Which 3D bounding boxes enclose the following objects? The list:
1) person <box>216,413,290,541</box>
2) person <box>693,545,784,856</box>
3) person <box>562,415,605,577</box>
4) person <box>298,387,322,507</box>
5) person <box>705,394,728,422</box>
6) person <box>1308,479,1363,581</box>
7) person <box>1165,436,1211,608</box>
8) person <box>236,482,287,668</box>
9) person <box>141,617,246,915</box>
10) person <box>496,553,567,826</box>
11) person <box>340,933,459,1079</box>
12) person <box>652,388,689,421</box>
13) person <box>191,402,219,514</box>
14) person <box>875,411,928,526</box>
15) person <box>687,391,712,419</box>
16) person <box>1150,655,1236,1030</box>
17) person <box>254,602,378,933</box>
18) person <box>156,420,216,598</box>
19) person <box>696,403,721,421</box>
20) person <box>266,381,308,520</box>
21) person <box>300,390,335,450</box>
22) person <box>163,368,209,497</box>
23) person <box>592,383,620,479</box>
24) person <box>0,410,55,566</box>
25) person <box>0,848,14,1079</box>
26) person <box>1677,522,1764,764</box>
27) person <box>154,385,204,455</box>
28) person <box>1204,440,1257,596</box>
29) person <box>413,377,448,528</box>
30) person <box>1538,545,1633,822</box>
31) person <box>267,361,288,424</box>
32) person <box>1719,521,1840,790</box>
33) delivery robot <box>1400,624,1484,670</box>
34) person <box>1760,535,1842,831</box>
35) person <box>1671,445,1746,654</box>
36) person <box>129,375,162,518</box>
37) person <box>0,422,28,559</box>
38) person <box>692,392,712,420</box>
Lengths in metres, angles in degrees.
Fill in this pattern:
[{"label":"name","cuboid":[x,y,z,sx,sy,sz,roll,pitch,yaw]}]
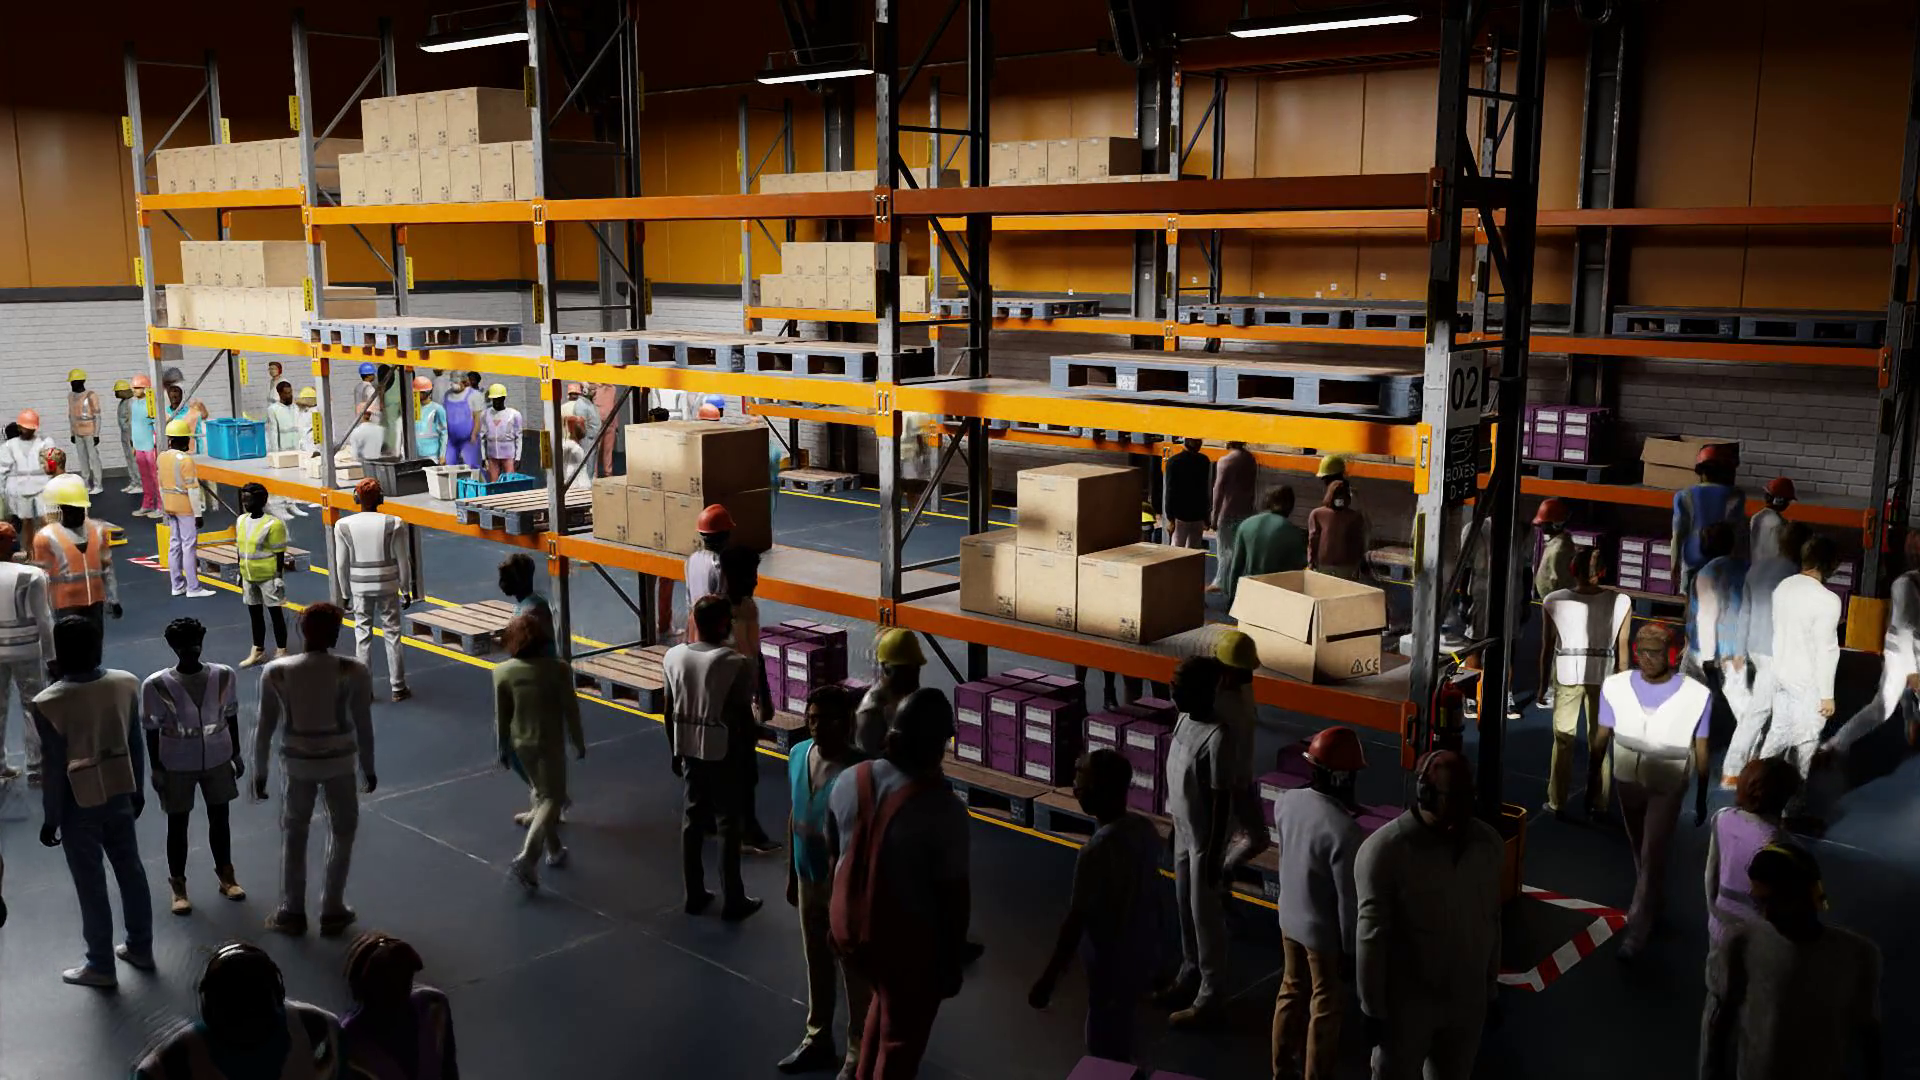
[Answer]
[{"label":"person","cuboid":[-9.017,-0.781,21.077,0.943,1.681,0.498,-2,10,-10]},{"label":"person","cuboid":[-1.318,0.995,10.354,0.785,1.928,0.633,4,11,21]},{"label":"person","cuboid":[-4.366,-0.506,19.071,0.789,1.853,0.614,-6,12,-30]},{"label":"person","cuboid":[-9.423,-1.352,24.176,0.295,1.743,0.493,-7,12,-33]},{"label":"person","cuboid":[-3.041,-0.846,20.725,0.382,1.949,0.614,-4,11,-24]},{"label":"person","cuboid":[3.476,0.246,15.458,0.497,1.632,0.289,0,10,2]},{"label":"person","cuboid":[2.380,-0.251,17.241,0.622,1.992,0.396,-8,13,-39]},{"label":"person","cuboid":[-6.237,0.322,14.838,0.531,1.698,0.320,4,11,21]},{"label":"person","cuboid":[-4.360,1.268,9.492,0.540,1.696,0.316,-9,13,-41]},{"label":"person","cuboid":[-2.800,0.981,10.753,0.421,1.826,0.547,-2,10,-10]},{"label":"person","cuboid":[-1.800,2.035,5.351,0.380,1.621,0.540,7,12,35]},{"label":"person","cuboid":[-4.603,-1.823,26.481,0.573,1.877,0.353,1,10,4]},{"label":"person","cuboid":[-10.712,-1.147,23.491,0.496,1.583,0.857,-5,11,-25]},{"label":"person","cuboid":[-0.770,-1.134,22.439,0.738,1.931,0.371,1,10,8]},{"label":"person","cuboid":[-4.279,-1.985,27.217,0.371,1.935,0.627,-7,12,-35]},{"label":"person","cuboid":[1.153,1.450,8.083,0.342,1.840,0.507,-3,10,-14]},{"label":"person","cuboid":[-3.556,1.252,9.137,0.695,1.860,0.337,-2,10,-10]},{"label":"person","cuboid":[-8.357,-0.333,17.892,0.587,1.928,0.363,6,12,30]},{"label":"person","cuboid":[-2.928,-0.637,19.574,0.352,1.942,0.545,5,11,28]},{"label":"person","cuboid":[-9.375,-1.252,23.117,0.373,1.916,0.596,2,10,13]},{"label":"person","cuboid":[-9.924,-1.527,25.619,0.514,1.583,0.870,0,10,-1]},{"label":"person","cuboid":[-11.563,-1.595,24.710,1.032,2.000,0.697,2,10,14]},{"label":"person","cuboid":[-5.649,-1.809,26.299,0.403,1.906,0.651,9,13,41]},{"label":"person","cuboid":[-10.751,-0.541,19.149,0.640,1.895,0.727,-3,10,-14]},{"label":"person","cuboid":[-4.467,1.529,7.232,0.616,1.984,0.430,0,10,-1]},{"label":"person","cuboid":[5.523,0.758,12.131,0.616,1.794,0.929,-6,12,-31]},{"label":"person","cuboid":[-10.526,-1.134,22.446,0.597,1.918,0.379,-5,11,-25]},{"label":"person","cuboid":[2.951,-0.295,17.741,0.787,1.899,0.637,8,13,38]},{"label":"person","cuboid":[-7.167,-1.178,22.353,0.615,2.037,0.385,5,11,28]},{"label":"person","cuboid":[4.079,0.949,10.897,0.564,1.839,0.390,2,10,10]},{"label":"person","cuboid":[-11.470,-2.091,28.047,0.570,1.849,0.379,7,12,35]},{"label":"person","cuboid":[5.771,0.806,11.560,1.003,1.883,0.620,-1,10,-6]},{"label":"delivery robot","cuboid":[4.114,0.963,14.182,0.477,0.478,0.707,-8,13,-37]},{"label":"person","cuboid":[5.463,0.924,10.797,0.368,1.932,0.622,0,10,-1]},{"label":"person","cuboid":[6.689,0.154,14.927,0.595,2.009,0.899,4,11,23]},{"label":"person","cuboid":[-11.352,-1.309,23.214,0.614,1.997,0.374,6,12,30]},{"label":"person","cuboid":[-11.372,-0.595,20.065,0.560,1.674,0.421,8,13,39]},{"label":"person","cuboid":[-3.864,-1.588,24.992,0.418,1.933,0.616,-4,11,-22]}]
